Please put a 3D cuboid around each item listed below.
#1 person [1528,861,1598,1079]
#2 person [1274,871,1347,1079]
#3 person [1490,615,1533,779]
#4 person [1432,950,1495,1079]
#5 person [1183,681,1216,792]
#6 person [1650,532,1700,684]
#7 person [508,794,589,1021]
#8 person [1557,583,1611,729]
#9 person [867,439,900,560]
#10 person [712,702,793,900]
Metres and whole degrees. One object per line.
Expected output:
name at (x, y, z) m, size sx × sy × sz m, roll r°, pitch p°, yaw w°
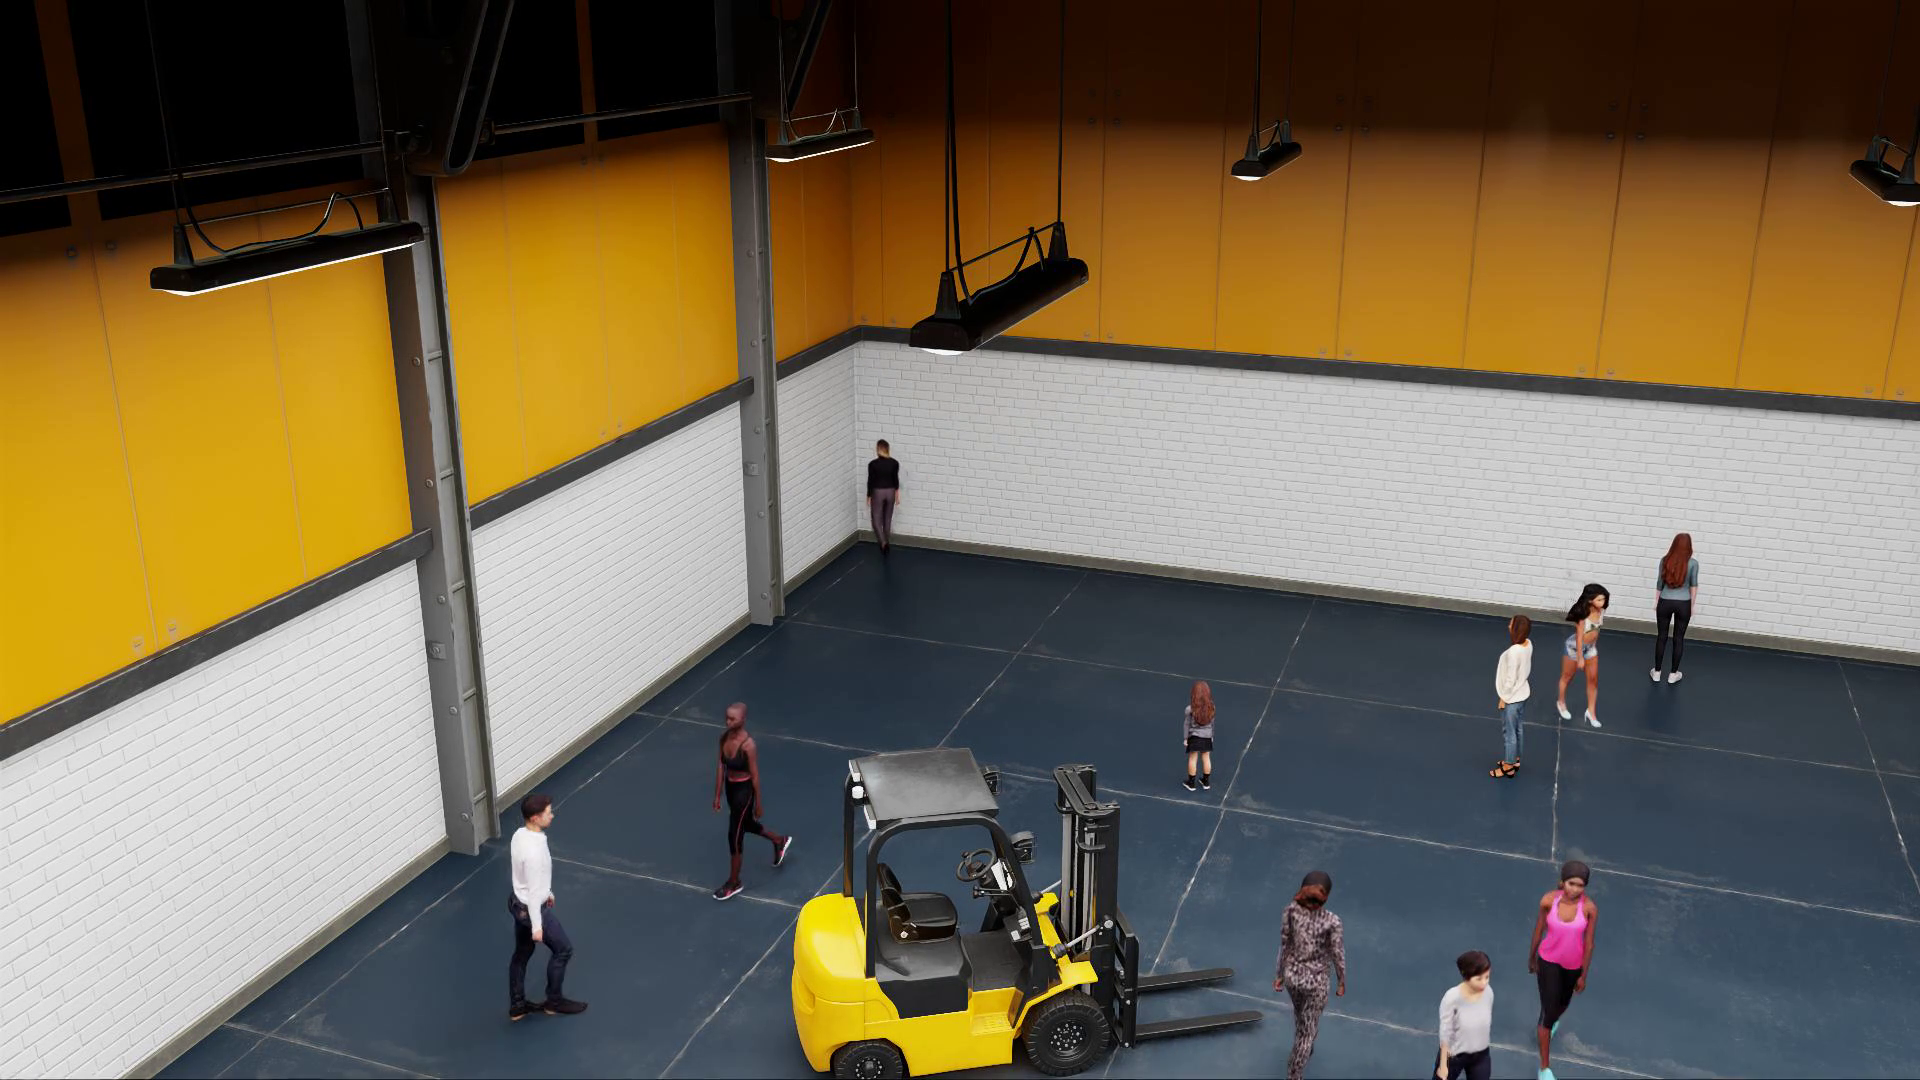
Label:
person at (4.287, 2.993, 11.883) m, size 0.590 × 1.687 × 1.073 m, roll 8°, pitch 20°, yaw 22°
person at (2.372, 3.116, 11.525) m, size 0.754 × 1.682 × 1.084 m, roll 11°, pitch 22°, yaw 30°
person at (5.423, 1.519, 16.269) m, size 0.739 × 1.682 × 0.574 m, roll 13°, pitch 23°, yaw 34°
person at (3.283, 3.366, 11.025) m, size 0.938 × 1.527 × 1.064 m, roll -6°, pitch 19°, yaw -17°
person at (2.319, 1.883, 16.090) m, size 0.534 × 1.105 × 0.576 m, roll -5°, pitch 19°, yaw -16°
person at (7.934, 0.746, 18.475) m, size 0.599 × 1.738 × 0.575 m, roll 9°, pitch 21°, yaw 26°
person at (-3.262, 2.759, 12.321) m, size 0.949 × 1.851 × 0.886 m, roll -11°, pitch 22°, yaw -30°
person at (6.469, 1.169, 17.451) m, size 0.825 × 1.590 × 0.888 m, roll -9°, pitch 21°, yaw -25°
person at (-1.022, -0.519, 22.369) m, size 0.952 × 1.650 × 1.034 m, roll -7°, pitch 20°, yaw -21°
person at (-1.792, 2.169, 14.263) m, size 0.923 × 1.730 × 1.200 m, roll 16°, pitch 24°, yaw 39°
